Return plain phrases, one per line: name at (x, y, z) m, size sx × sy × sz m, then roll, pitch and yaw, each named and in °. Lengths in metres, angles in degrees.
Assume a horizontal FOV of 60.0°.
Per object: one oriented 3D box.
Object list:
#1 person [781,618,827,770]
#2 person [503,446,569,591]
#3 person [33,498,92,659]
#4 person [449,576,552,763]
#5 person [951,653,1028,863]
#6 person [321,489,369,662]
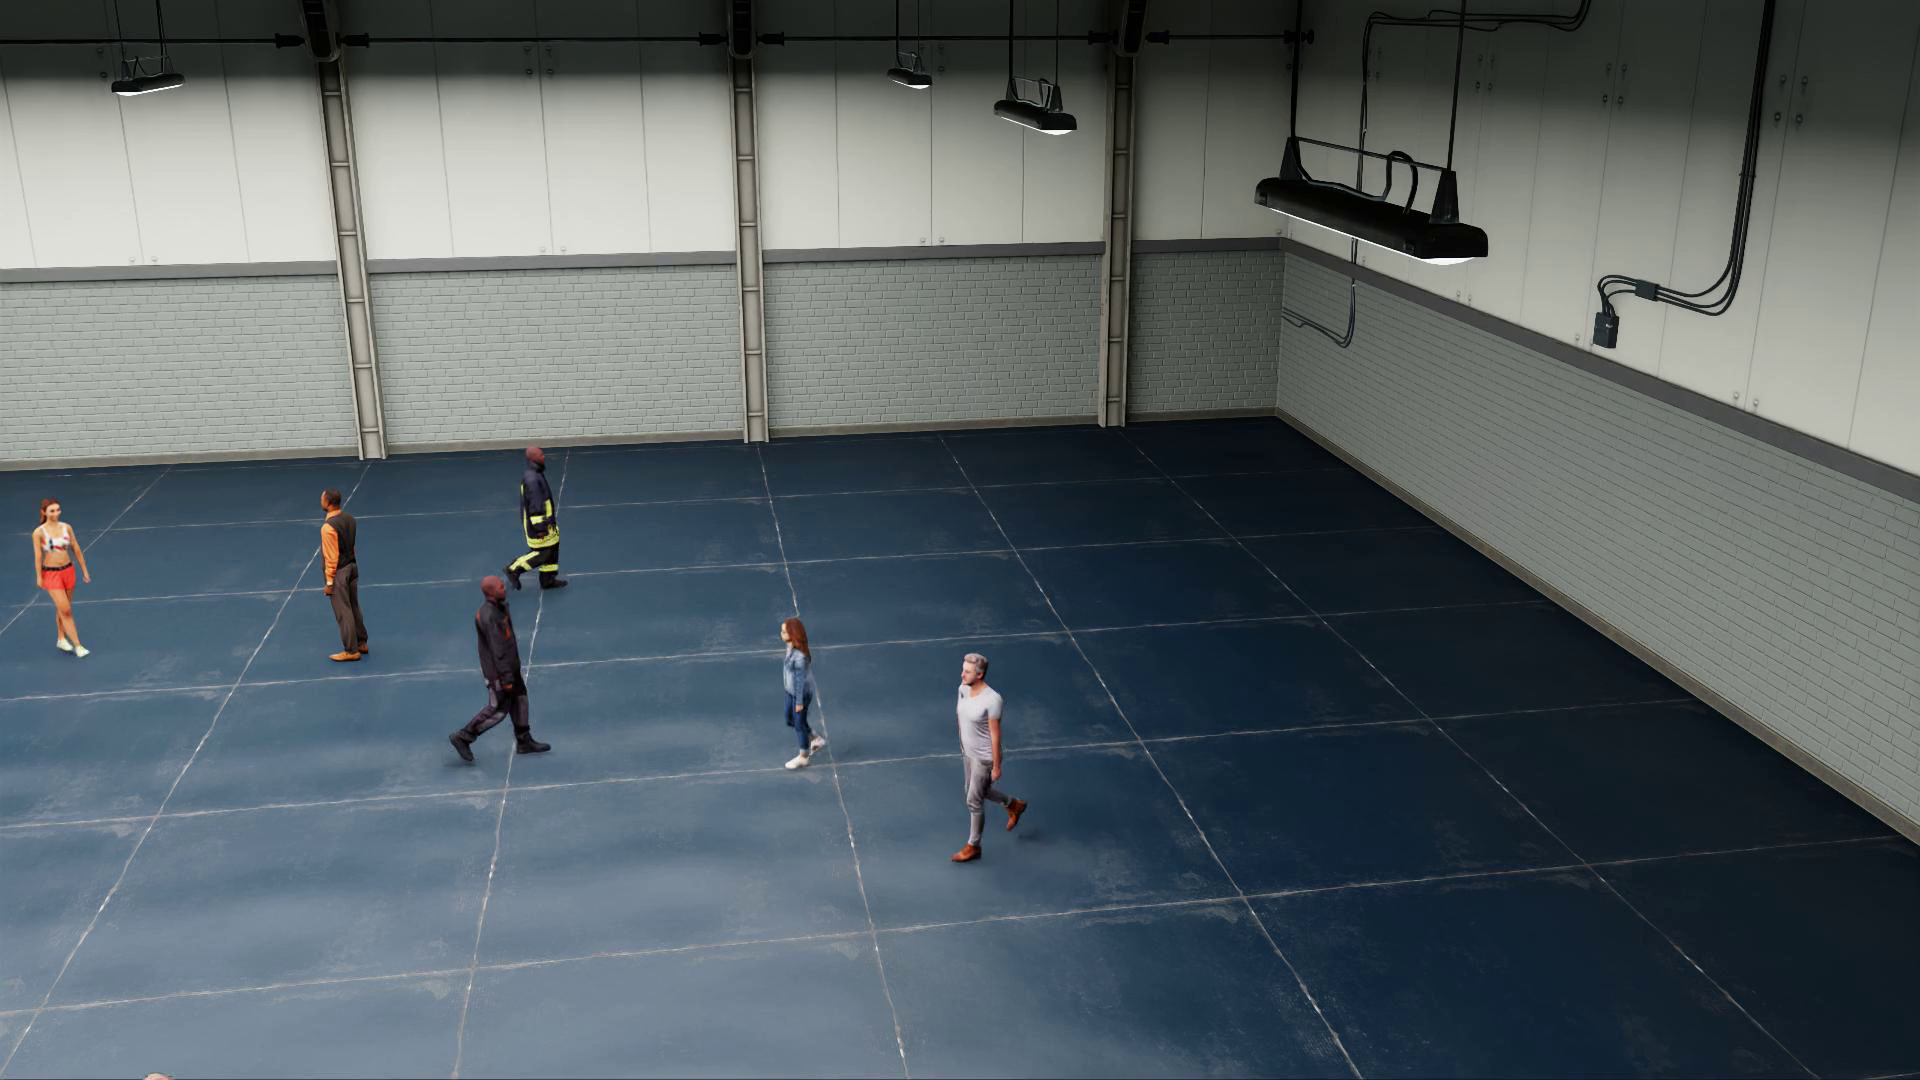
person at (-1.429, 1.417, 15.481) m, size 0.722 × 1.465 × 0.686 m, roll -9°, pitch 20°, yaw -25°
person at (-5.150, -0.235, 20.002) m, size 0.954 × 1.806 × 0.744 m, roll -3°, pitch 18°, yaw -8°
person at (-9.861, 0.396, 18.136) m, size 1.076 × 1.762 × 1.028 m, roll 13°, pitch 22°, yaw 35°
person at (-4.388, 1.220, 15.542) m, size 1.138 × 1.801 × 0.734 m, roll -2°, pitch 18°, yaw -7°
person at (0.254, 1.774, 13.830) m, size 1.165 × 1.807 × 0.948 m, roll -11°, pitch 21°, yaw -31°
person at (-6.678, 0.366, 17.990) m, size 0.728 × 1.908 × 0.767 m, roll 3°, pitch 18°, yaw 9°
